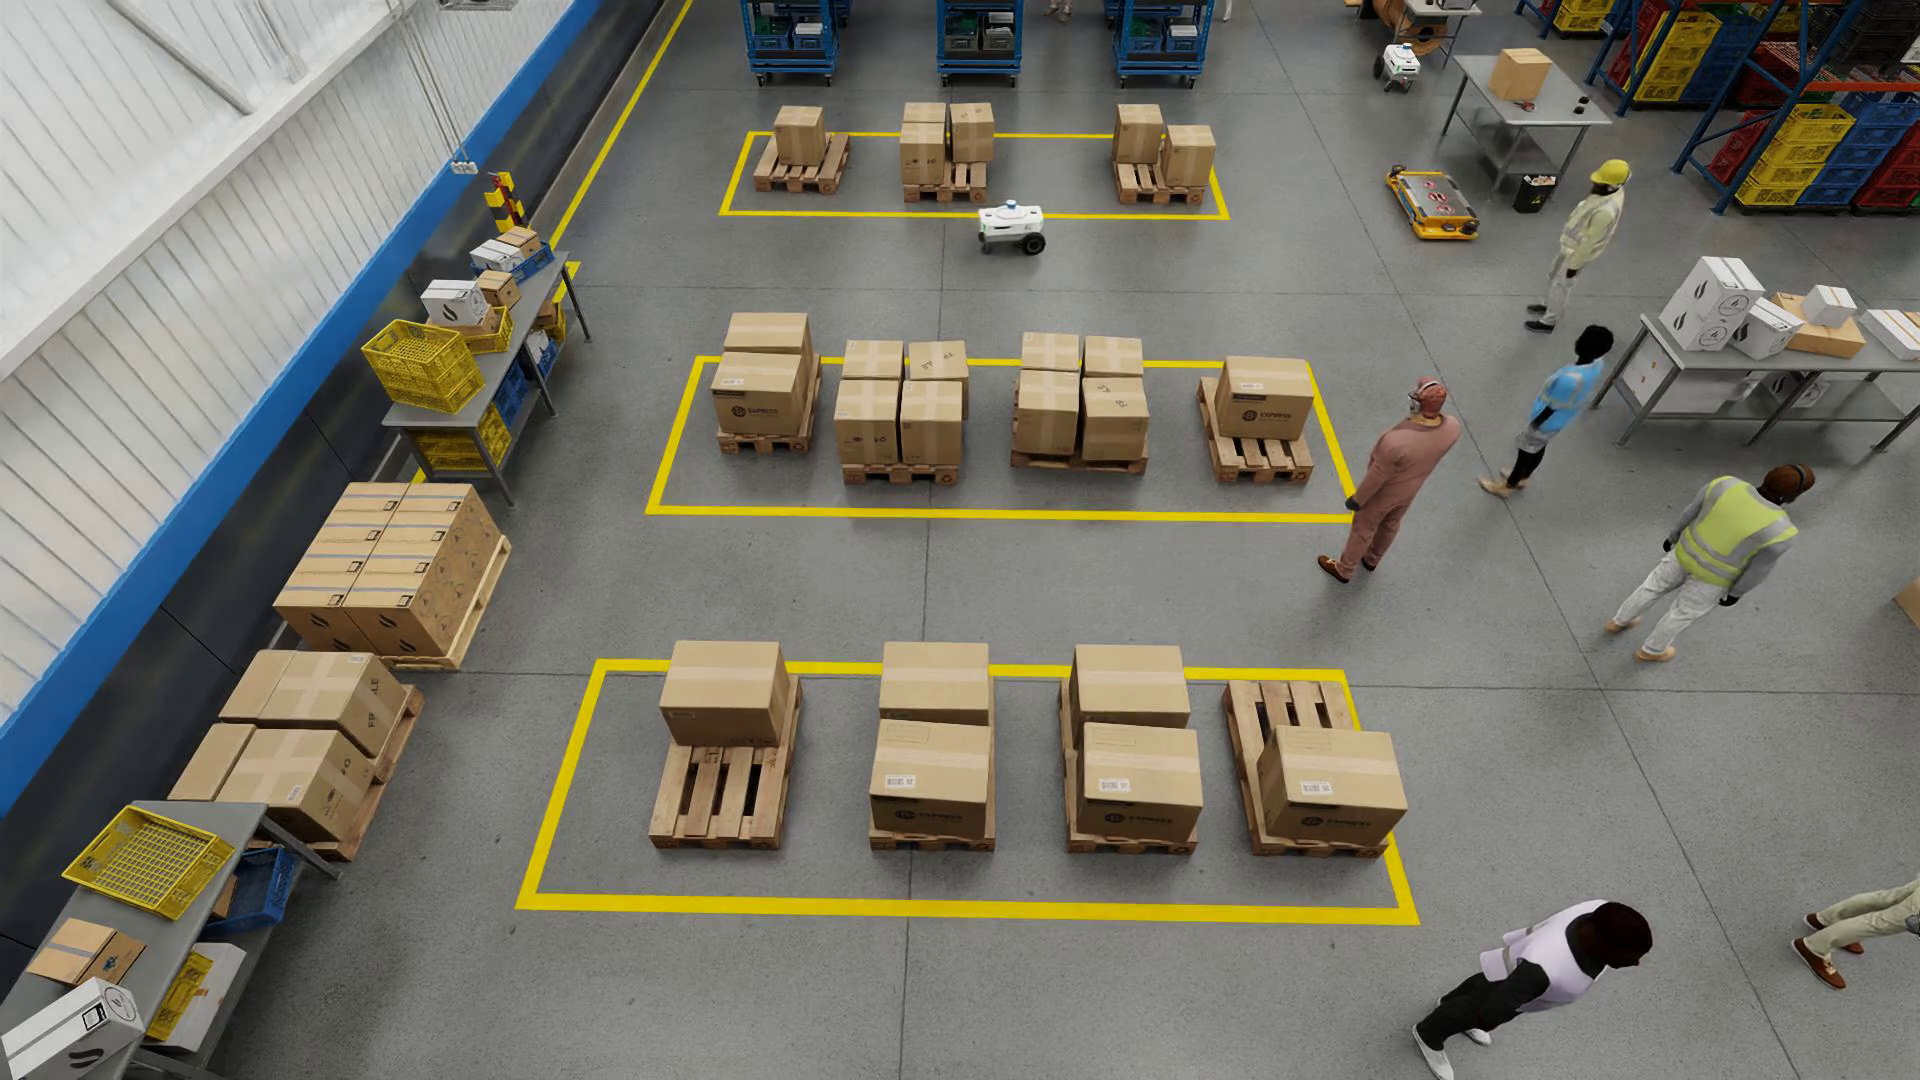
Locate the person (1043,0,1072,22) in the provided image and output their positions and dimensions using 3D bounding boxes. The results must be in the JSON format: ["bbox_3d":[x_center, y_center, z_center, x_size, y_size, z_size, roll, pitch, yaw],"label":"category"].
[{"bbox_3d":[1.607,-9.320,14.460,0.416,1.986,0.617,-33,57,-25],"label":"person"}]

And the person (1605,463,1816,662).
[{"bbox_3d":[5.182,0.158,6.348,0.429,1.839,0.633,-14,51,-12],"label":"person"}]

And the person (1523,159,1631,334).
[{"bbox_3d":[6.040,-2.865,8.982,0.426,1.810,0.608,21,52,17],"label":"person"}]

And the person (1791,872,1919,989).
[{"bbox_3d":[5.242,1.864,4.852,0.526,1.869,0.315,-30,56,-24],"label":"person"}]

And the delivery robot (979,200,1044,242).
[{"bbox_3d":[0.574,-3.611,10.394,0.707,0.478,0.477,-5,49,-5],"label":"delivery robot"}]

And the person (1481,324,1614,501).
[{"bbox_3d":[4.795,-1.016,7.457,0.539,1.695,0.317,-32,56,-24],"label":"person"}]

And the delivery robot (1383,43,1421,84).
[{"bbox_3d":[6.385,-6.916,13.255,0.477,0.478,0.707,2,49,2],"label":"delivery robot"}]

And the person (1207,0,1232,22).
[{"bbox_3d":[4.270,-9.156,14.545,0.514,1.632,0.311,15,51,12],"label":"person"}]

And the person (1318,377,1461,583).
[{"bbox_3d":[3.170,-0.410,6.801,0.639,1.902,0.407,-18,51,-15],"label":"person"}]

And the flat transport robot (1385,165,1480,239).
[{"bbox_3d":[5.692,-4.094,11.059,0.652,0.197,1.431,1,49,1],"label":"flat transport robot"}]

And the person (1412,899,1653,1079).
[{"bbox_3d":[2.782,2.187,4.540,0.588,1.920,0.392,-26,54,-21],"label":"person"}]
